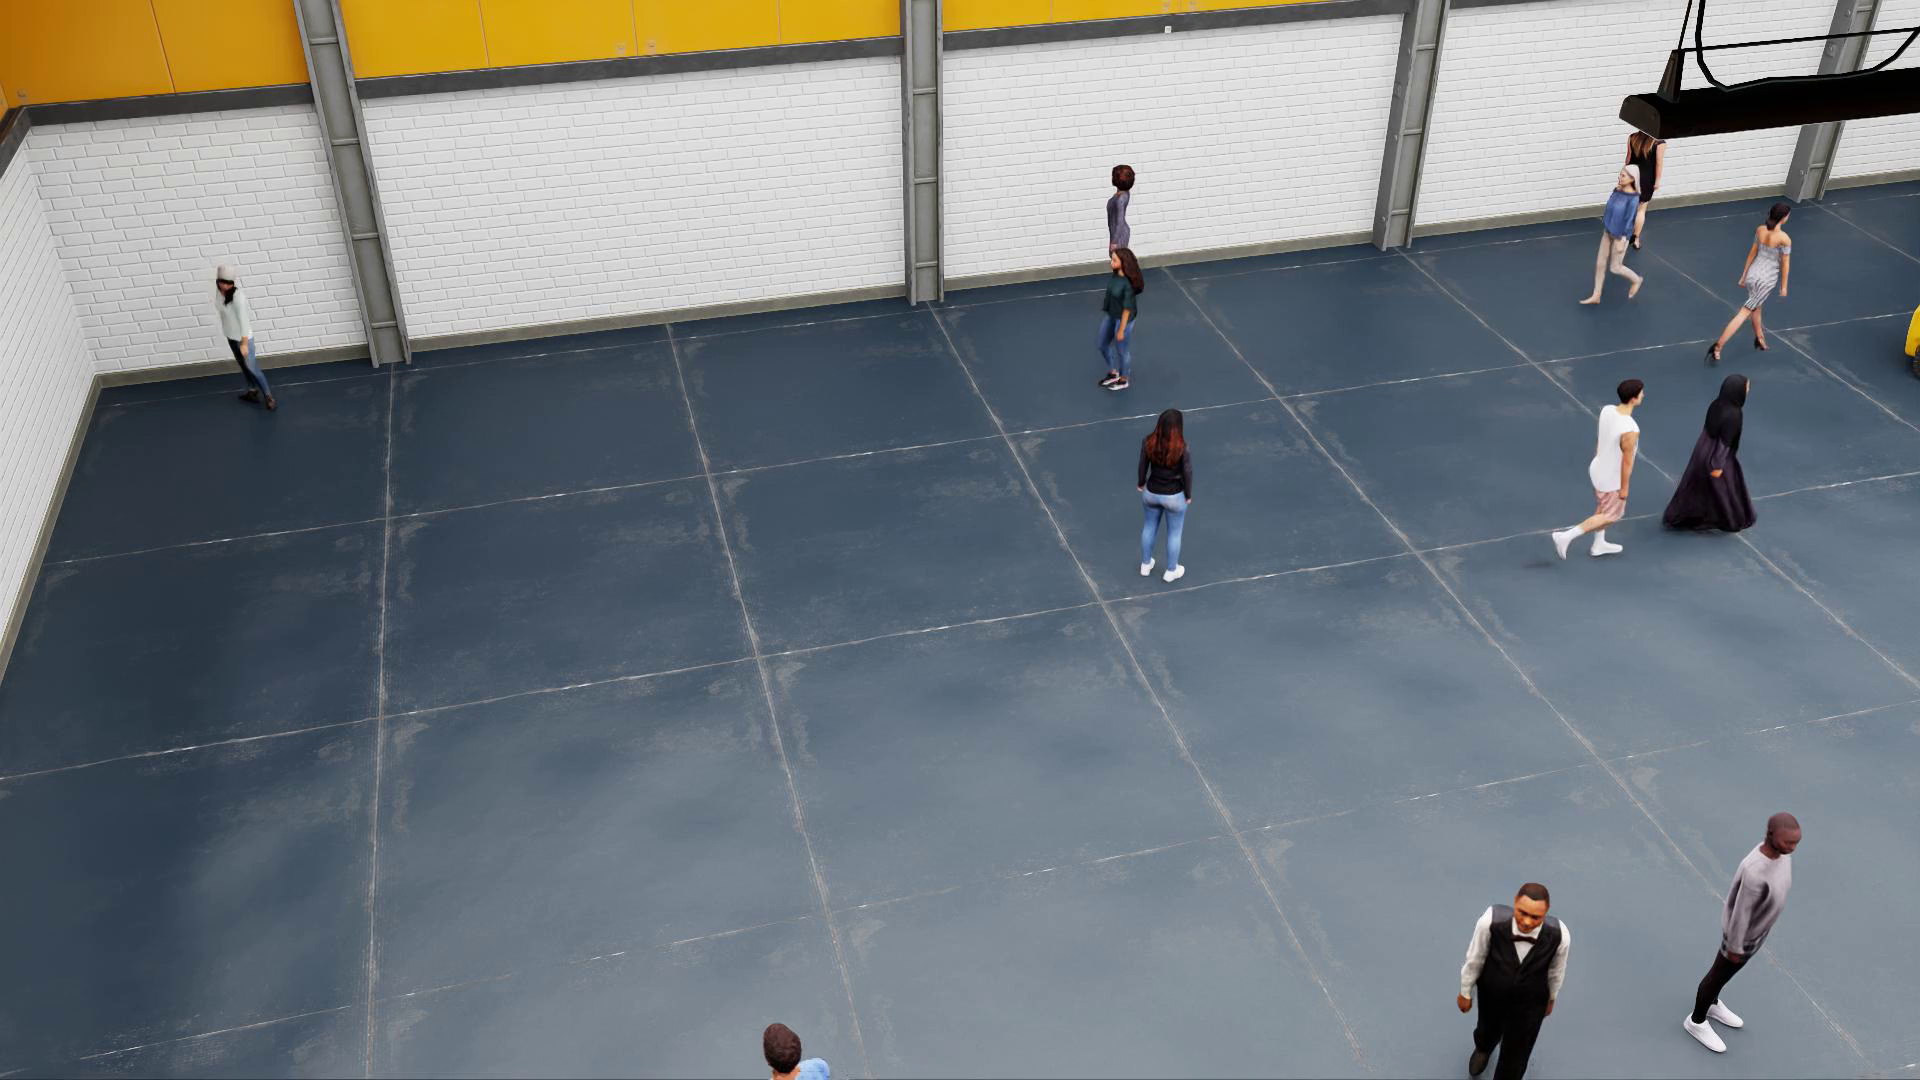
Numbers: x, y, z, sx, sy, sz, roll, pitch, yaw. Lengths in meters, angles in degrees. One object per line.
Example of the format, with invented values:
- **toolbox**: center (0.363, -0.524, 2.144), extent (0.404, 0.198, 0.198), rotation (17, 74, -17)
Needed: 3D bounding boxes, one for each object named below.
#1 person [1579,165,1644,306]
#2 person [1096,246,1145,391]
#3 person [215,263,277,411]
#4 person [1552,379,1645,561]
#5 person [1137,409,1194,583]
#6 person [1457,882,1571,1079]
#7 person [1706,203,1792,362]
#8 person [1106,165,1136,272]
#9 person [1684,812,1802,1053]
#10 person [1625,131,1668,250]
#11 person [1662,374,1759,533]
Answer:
- **person**: center (7.523, -3.435, 18.860), extent (0.906, 1.682, 0.603), rotation (-8, 34, -11)
- **person**: center (1.732, -2.287, 17.200), extent (0.642, 1.608, 0.623), rotation (-12, 35, -17)
- **person**: center (-7.354, -2.108, 16.911), extent (0.747, 1.629, 0.755), rotation (-21, 39, -29)
- **person**: center (5.587, -0.569, 14.467), extent (1.006, 1.773, 0.737), rotation (-4, 34, -6)
- **person**: center (1.765, -0.399, 14.337), extent (0.717, 1.633, 0.787), rotation (16, 37, 23)
- **person**: center (3.210, 2.582, 9.654), extent (1.272, 1.853, 1.260), rotation (13, 36, 19)
- **person**: center (8.398, -2.673, 17.634), extent (1.101, 1.771, 0.689), rotation (-12, 36, -18)
- **person**: center (1.805, -3.423, 18.817), extent (0.660, 1.710, 0.662), rotation (7, 34, 10)
- **person**: center (4.756, 2.333, 10.100), extent (0.640, 1.773, 0.756), rotation (-29, 43, -36)
- **person**: center (8.289, -4.389, 20.261), extent (0.743, 1.721, 0.741), rotation (-25, 41, -32)
- **person**: center (6.700, -0.769, 14.918), extent (1.122, 1.606, 0.817), rotation (0, 34, 0)
